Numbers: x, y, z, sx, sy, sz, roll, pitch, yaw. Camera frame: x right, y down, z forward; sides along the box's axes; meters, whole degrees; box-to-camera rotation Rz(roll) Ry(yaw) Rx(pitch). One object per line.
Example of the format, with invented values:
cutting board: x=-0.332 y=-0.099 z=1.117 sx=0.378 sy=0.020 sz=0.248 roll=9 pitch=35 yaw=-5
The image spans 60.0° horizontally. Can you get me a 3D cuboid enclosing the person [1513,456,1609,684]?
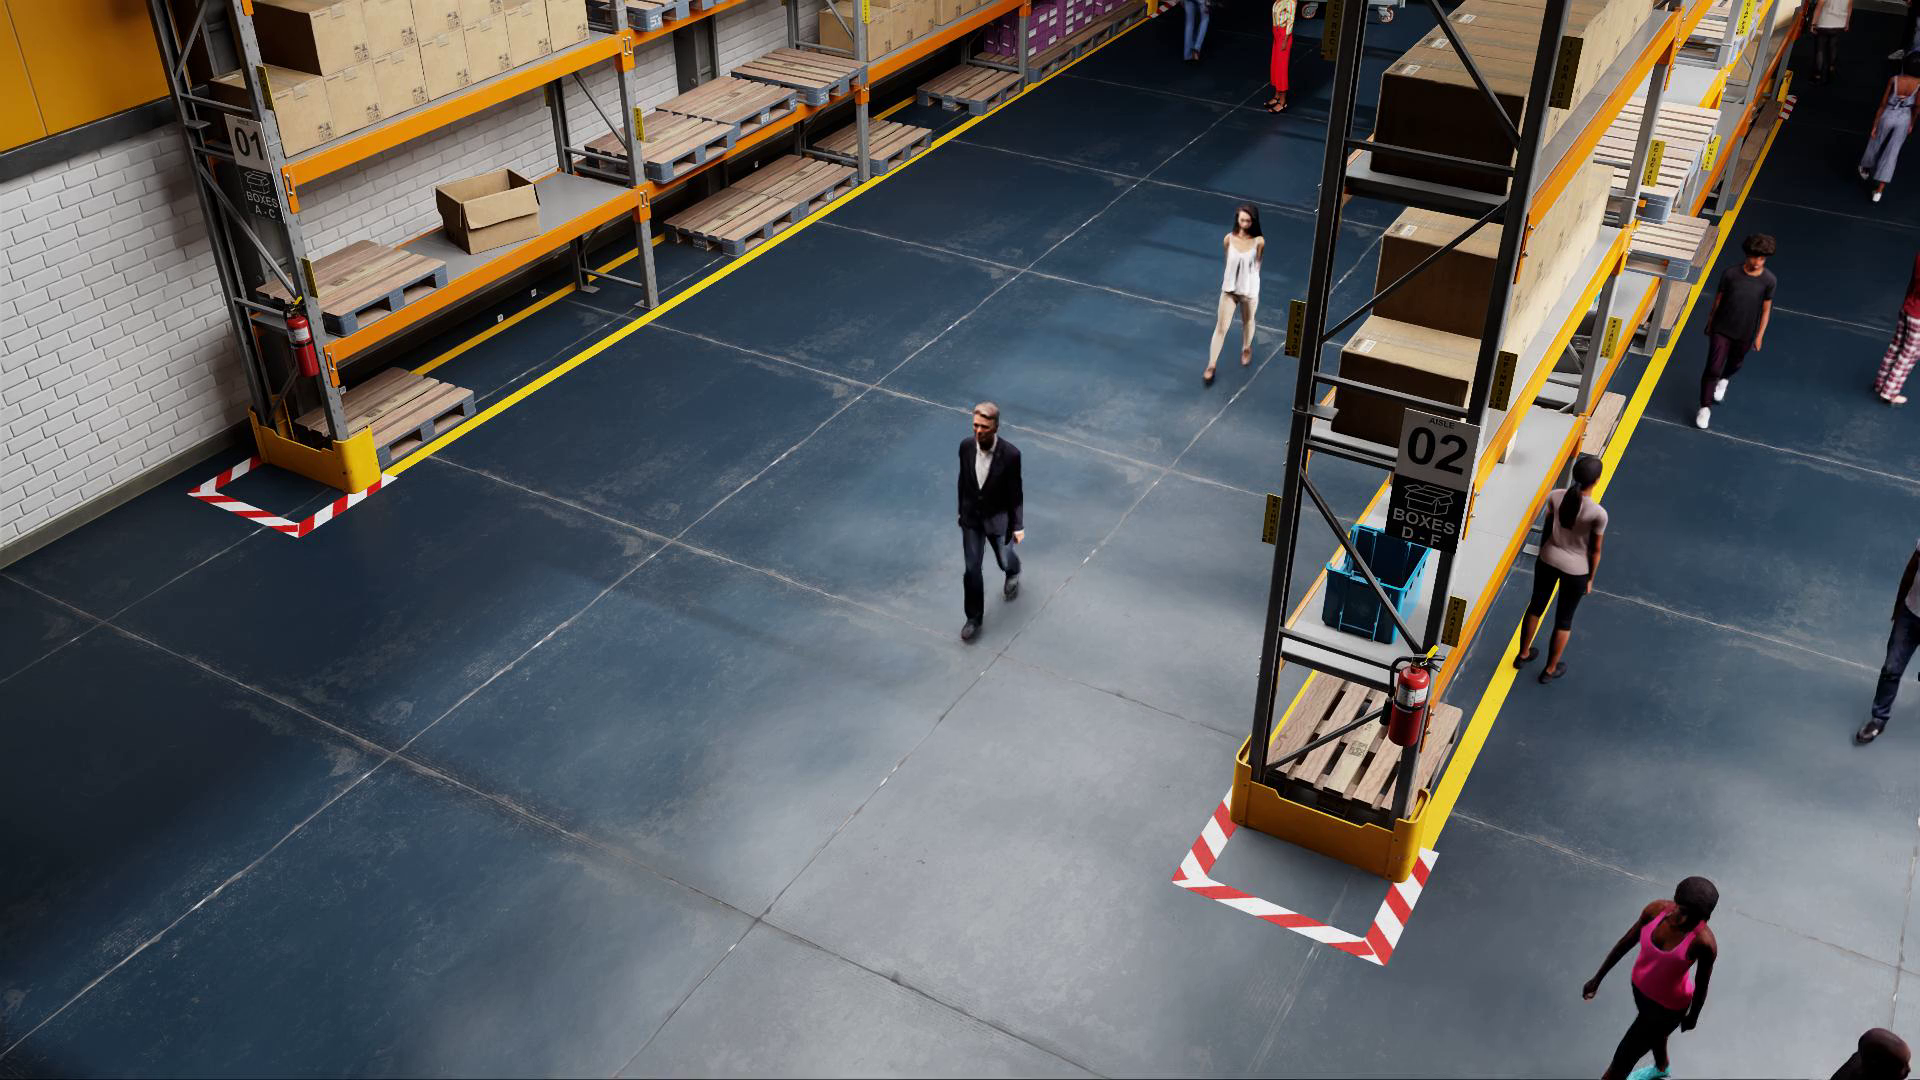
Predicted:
person: x=4.157 y=0.196 z=11.492 sx=0.638 sy=1.745 sz=0.604 roll=28 pitch=43 yaw=35

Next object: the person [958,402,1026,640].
person: x=0.251 y=-0.210 z=12.064 sx=0.793 sy=1.786 sz=1.155 roll=13 pitch=36 yaw=18

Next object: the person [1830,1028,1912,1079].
person: x=3.846 y=2.808 z=7.557 sx=0.775 sy=1.750 sz=0.848 roll=22 pitch=40 yaw=30

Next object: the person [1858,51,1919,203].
person: x=10.598 y=-4.658 z=18.878 sx=0.727 sy=1.652 sz=1.134 roll=11 pitch=35 yaw=17

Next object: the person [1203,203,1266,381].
person: x=2.549 y=-2.226 z=15.233 sx=0.980 sy=1.636 sz=0.644 roll=17 pitch=37 yaw=24

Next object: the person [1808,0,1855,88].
person: x=11.635 y=-6.864 z=22.153 sx=0.844 sy=1.701 sz=0.907 roll=1 pitch=34 yaw=1

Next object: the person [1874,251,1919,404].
person: x=8.583 y=-2.038 z=14.890 sx=0.744 sy=1.703 sz=0.621 roll=-1 pitch=34 yaw=-1

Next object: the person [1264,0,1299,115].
person: x=4.137 y=-6.379 z=21.340 sx=0.737 sy=1.793 sz=0.644 roll=-3 pitch=34 yaw=-4

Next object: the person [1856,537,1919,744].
person: x=6.426 y=0.497 z=10.944 sx=1.130 sy=1.849 sz=0.891 roll=-23 pitch=40 yaw=-30

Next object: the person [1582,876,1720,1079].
person: x=3.601 y=2.283 z=8.418 sx=1.178 sy=1.671 sz=1.024 roll=-12 pitch=36 yaw=-18

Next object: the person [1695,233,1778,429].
person: x=6.831 y=-1.911 z=14.658 sx=0.757 sy=1.749 sz=1.131 roll=11 pitch=35 yaw=16

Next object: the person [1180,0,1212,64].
person: x=3.226 y=-7.412 z=22.903 sx=0.681 sy=1.783 sz=0.668 roll=12 pitch=35 yaw=17
